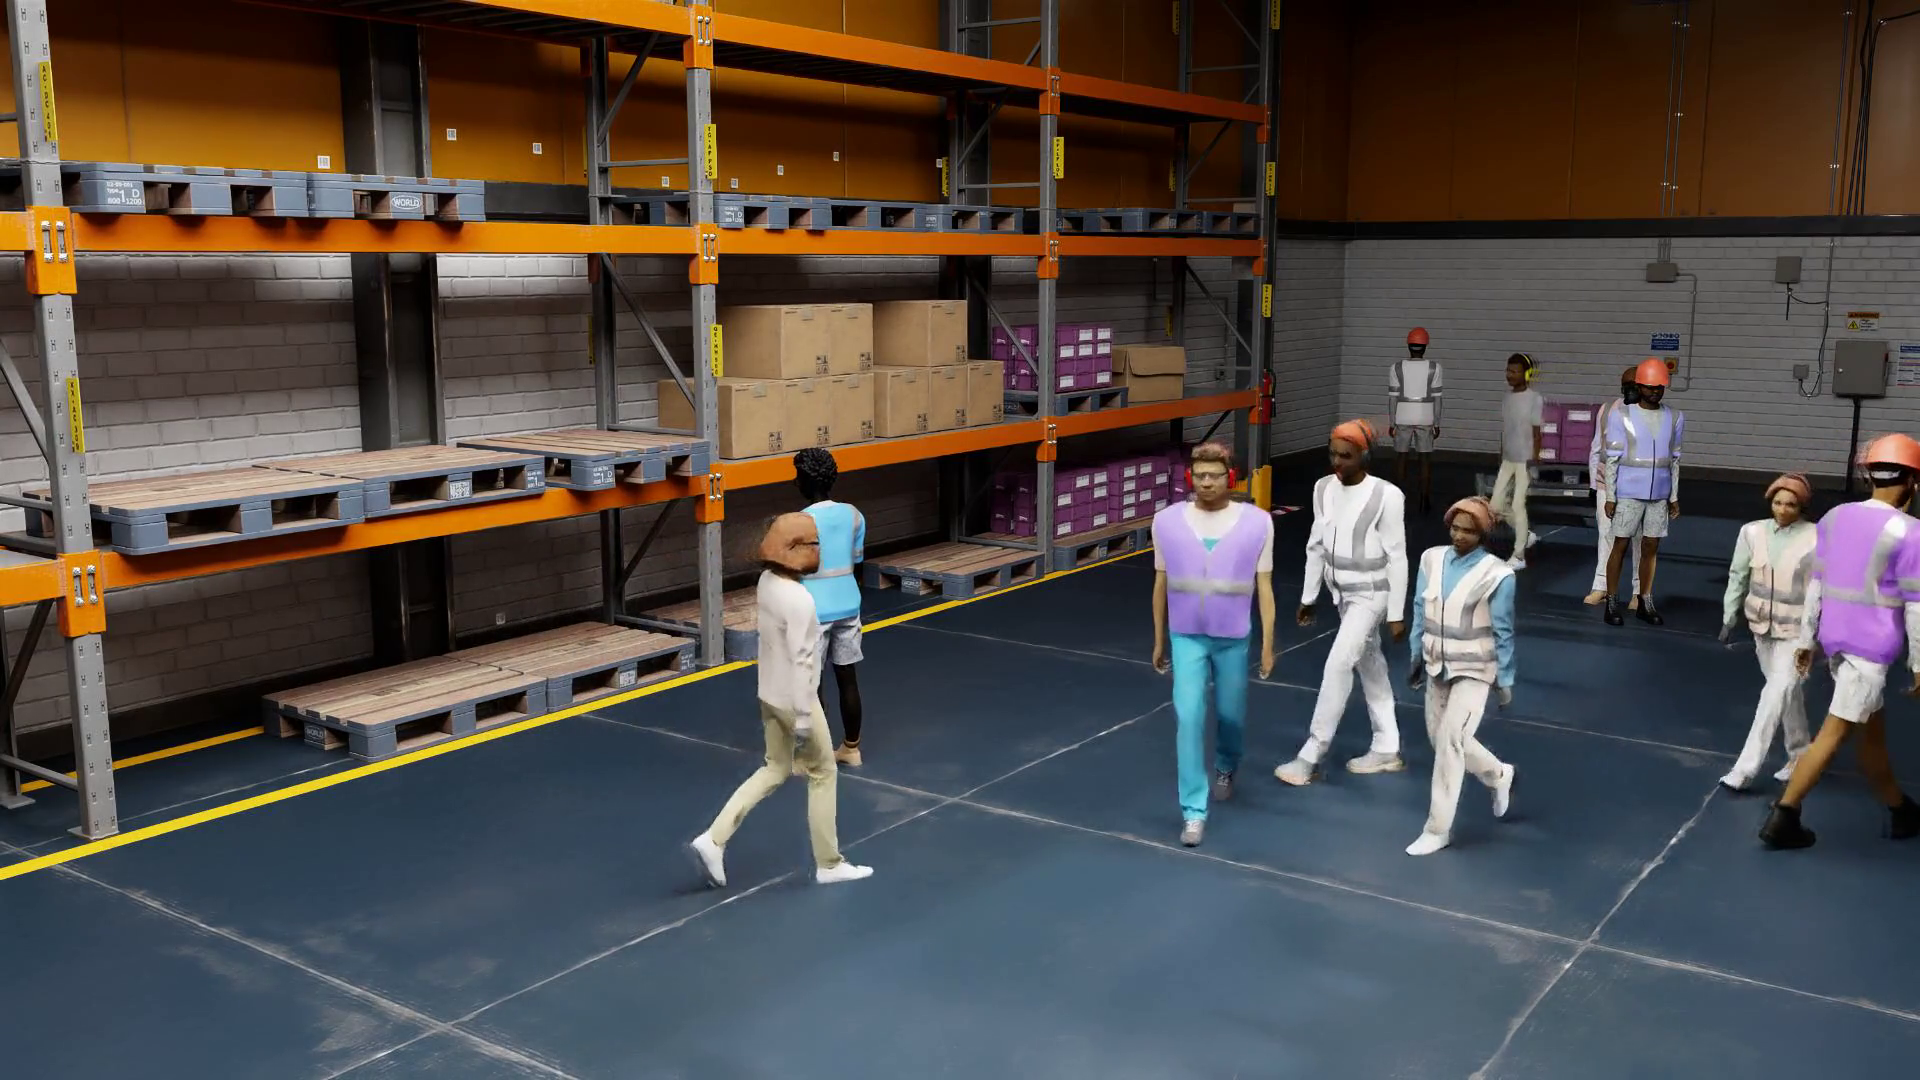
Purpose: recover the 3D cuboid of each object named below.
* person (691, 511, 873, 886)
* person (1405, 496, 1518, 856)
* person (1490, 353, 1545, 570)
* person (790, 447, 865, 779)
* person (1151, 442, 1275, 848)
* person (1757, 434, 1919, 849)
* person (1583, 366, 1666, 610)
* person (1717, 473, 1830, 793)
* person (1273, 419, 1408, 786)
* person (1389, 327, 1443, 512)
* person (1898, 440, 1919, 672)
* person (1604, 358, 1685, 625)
[{"bbox_3d":[-0.750,0.675,6.910,0.702,1.608,0.503,-6,11,-30],"label":"person"},{"bbox_3d":[2.289,0.584,7.449,0.703,1.603,0.517,-6,11,-30],"label":"person"},{"bbox_3d":[4.778,-0.660,14.150,0.457,1.857,0.523,-5,11,-27],"label":"person"},{"bbox_3d":[-0.697,0.374,8.454,0.320,1.694,0.534,9,13,43],"label":"person"},{"bbox_3d":[1.174,0.433,7.740,0.579,1.813,0.874,2,10,12],"label":"person"},{"bbox_3d":[4.025,0.464,7.415,0.994,1.863,0.557,-2,10,-12],"label":"person"},{"bbox_3d":[5.057,-0.395,12.589,0.626,1.842,0.429,8,12,40],"label":"person"},{"bbox_3d":[4.026,0.458,8.208,0.826,1.585,0.549,-6,11,-31],"label":"person"},{"bbox_3d":[1.910,0.313,8.343,0.881,1.837,0.586,-3,10,-19],"label":"person"},{"bbox_3d":[4.755,-1.252,17.401,0.545,1.938,0.357,3,10,15],"label":"person"},{"bbox_3d":[6.088,-0.004,10.291,0.537,1.839,0.590,8,13,41],"label":"person"},{"bbox_3d":[4.922,-0.338,11.963,0.551,1.935,0.375,0,10,-1],"label":"person"}]
